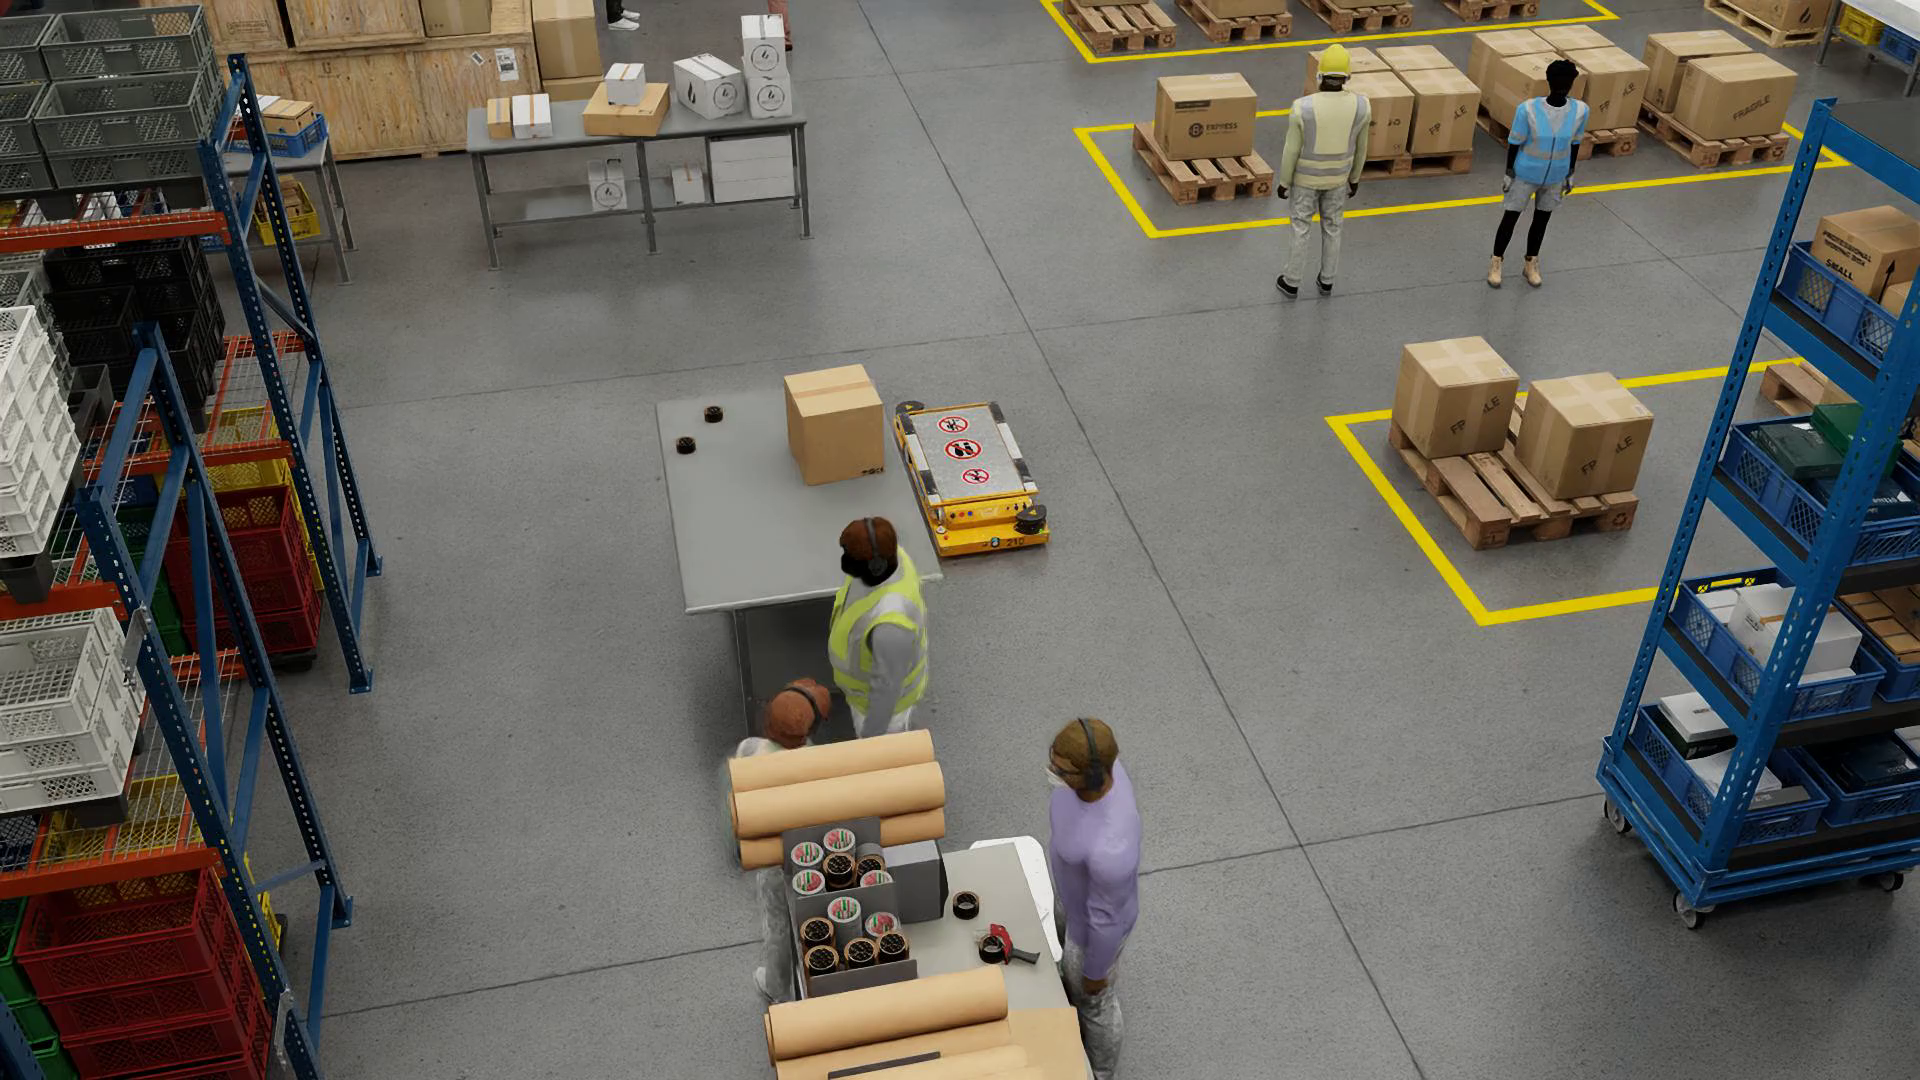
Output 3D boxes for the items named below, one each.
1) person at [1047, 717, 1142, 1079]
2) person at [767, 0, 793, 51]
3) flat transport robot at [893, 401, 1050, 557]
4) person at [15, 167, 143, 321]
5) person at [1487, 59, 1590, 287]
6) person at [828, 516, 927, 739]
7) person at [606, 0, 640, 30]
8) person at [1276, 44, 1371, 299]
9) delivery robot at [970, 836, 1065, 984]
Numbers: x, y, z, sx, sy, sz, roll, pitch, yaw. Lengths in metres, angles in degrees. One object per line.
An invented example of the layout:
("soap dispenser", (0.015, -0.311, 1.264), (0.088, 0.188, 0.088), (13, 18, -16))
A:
("person", (0.486, 1.399, 6.273), (0.368, 1.932, 0.628), (-3, 37, -4))
("person", (-1.822, -5.587, 15.691), (0.395, 1.899, 0.658), (-7, 37, -10))
("flat transport robot", (0.046, -0.430, 10.108), (0.652, 0.197, 1.431), (-8, 37, -10))
("person", (-5.639, -1.863, 10.694), (0.576, 1.882, 0.354), (-28, 45, -32))
("person", (4.121, -2.599, 11.835), (0.539, 1.695, 0.319), (0, 37, 0))
("person", (-0.362, 0.642, 7.370), (0.432, 1.834, 0.650), (-5, 37, -7))
("person", (-3.411, -5.945, 16.162), (0.397, 1.911, 0.579), (-4, 37, -5))
("person", (2.528, -2.572, 11.687), (0.600, 1.830, 0.404), (-4, 37, -6))
("delivery robot", (0.234, 1.591, 7.081), (0.477, 0.478, 0.707), (-5, 37, -6))
